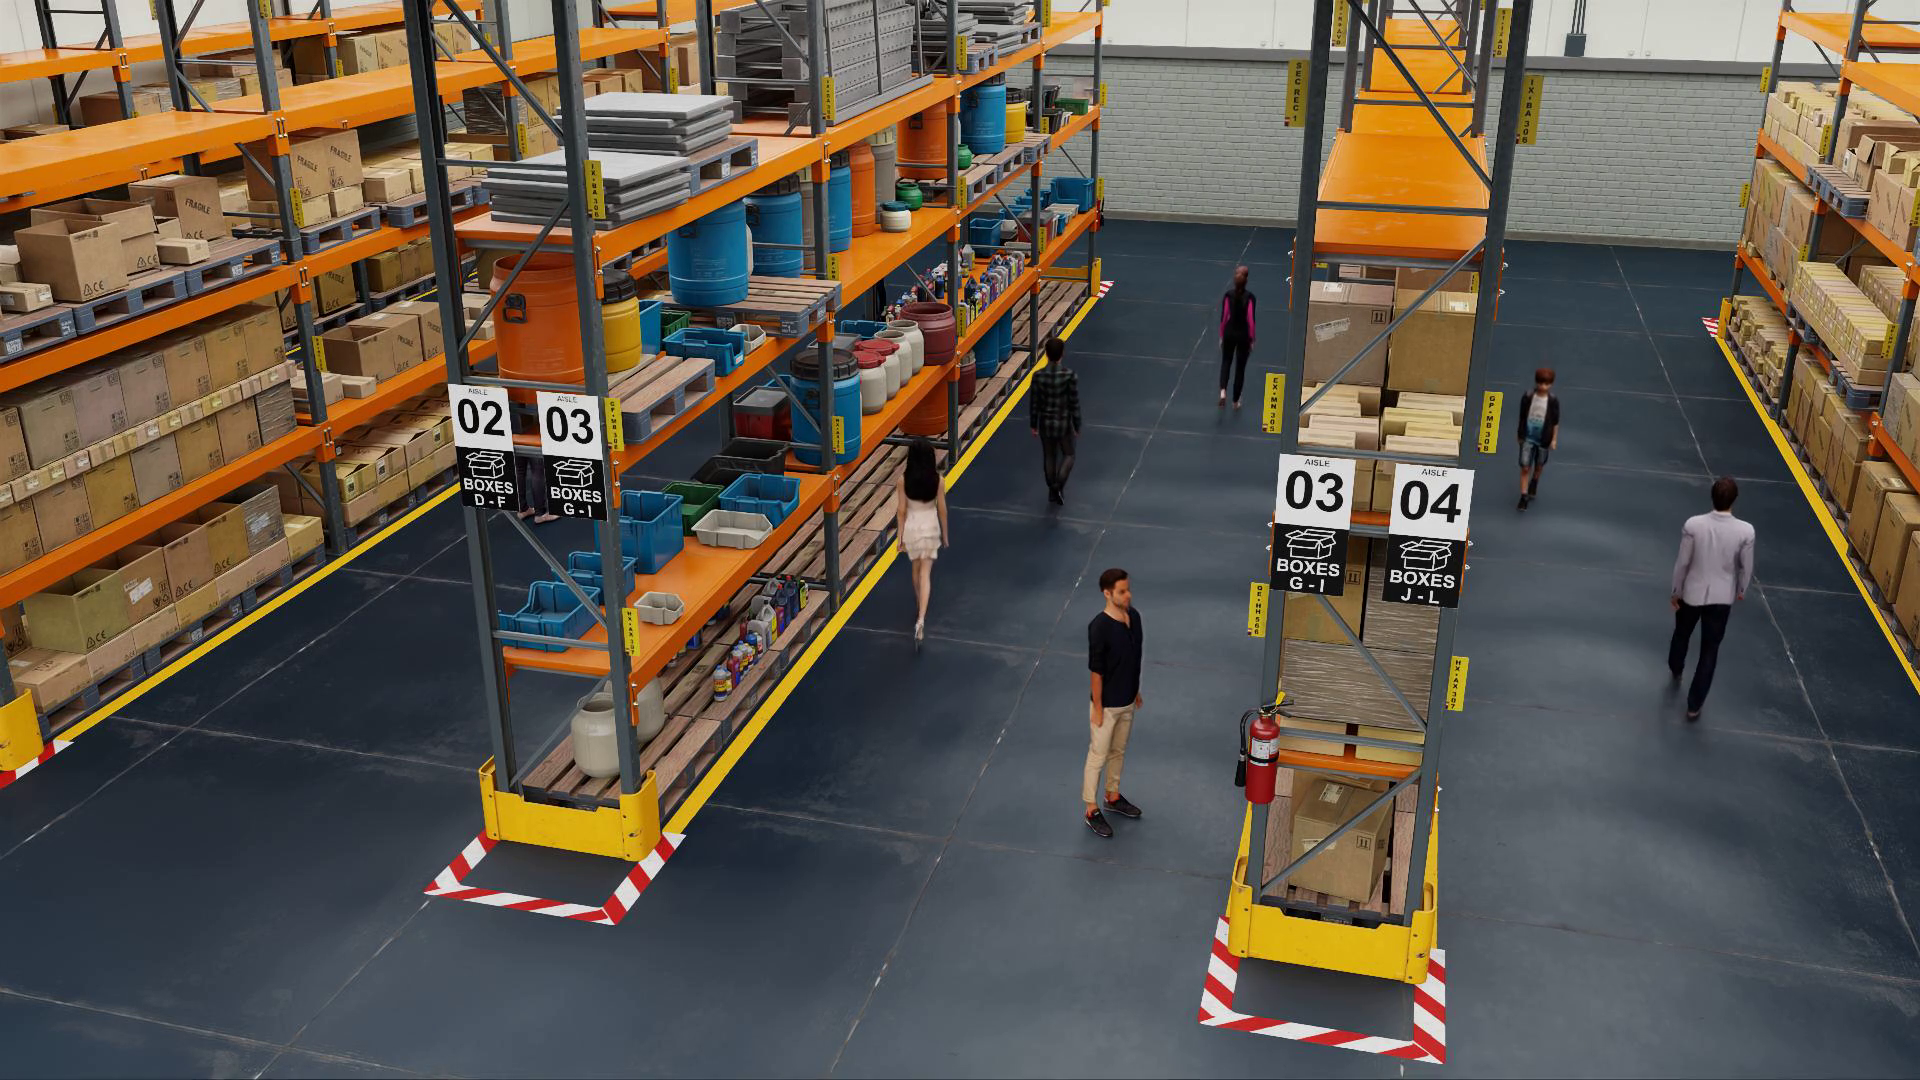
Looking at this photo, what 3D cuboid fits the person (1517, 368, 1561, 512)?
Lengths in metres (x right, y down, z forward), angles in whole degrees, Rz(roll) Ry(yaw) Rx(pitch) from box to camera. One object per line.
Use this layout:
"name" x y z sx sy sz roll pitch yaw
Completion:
"person" 5.837 -1.047 16.819 0.599 1.418 0.979 8 24 19

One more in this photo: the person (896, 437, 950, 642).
"person" -0.322 0.032 13.815 0.737 1.695 1.105 1 22 3

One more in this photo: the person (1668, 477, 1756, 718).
"person" 5.653 0.465 12.604 0.849 1.812 1.194 11 25 26

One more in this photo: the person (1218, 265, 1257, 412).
"person" 3.243 -2.338 19.555 0.589 1.738 0.720 8 24 18

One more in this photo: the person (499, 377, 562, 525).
"person" -4.253 -1.063 16.326 0.752 1.822 0.683 13 26 28

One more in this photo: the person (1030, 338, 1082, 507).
"person" 0.961 -1.149 16.480 0.680 1.703 0.811 5 23 13

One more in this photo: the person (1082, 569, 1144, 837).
"person" 1.017 1.050 11.108 0.766 1.861 0.627 19 29 38
